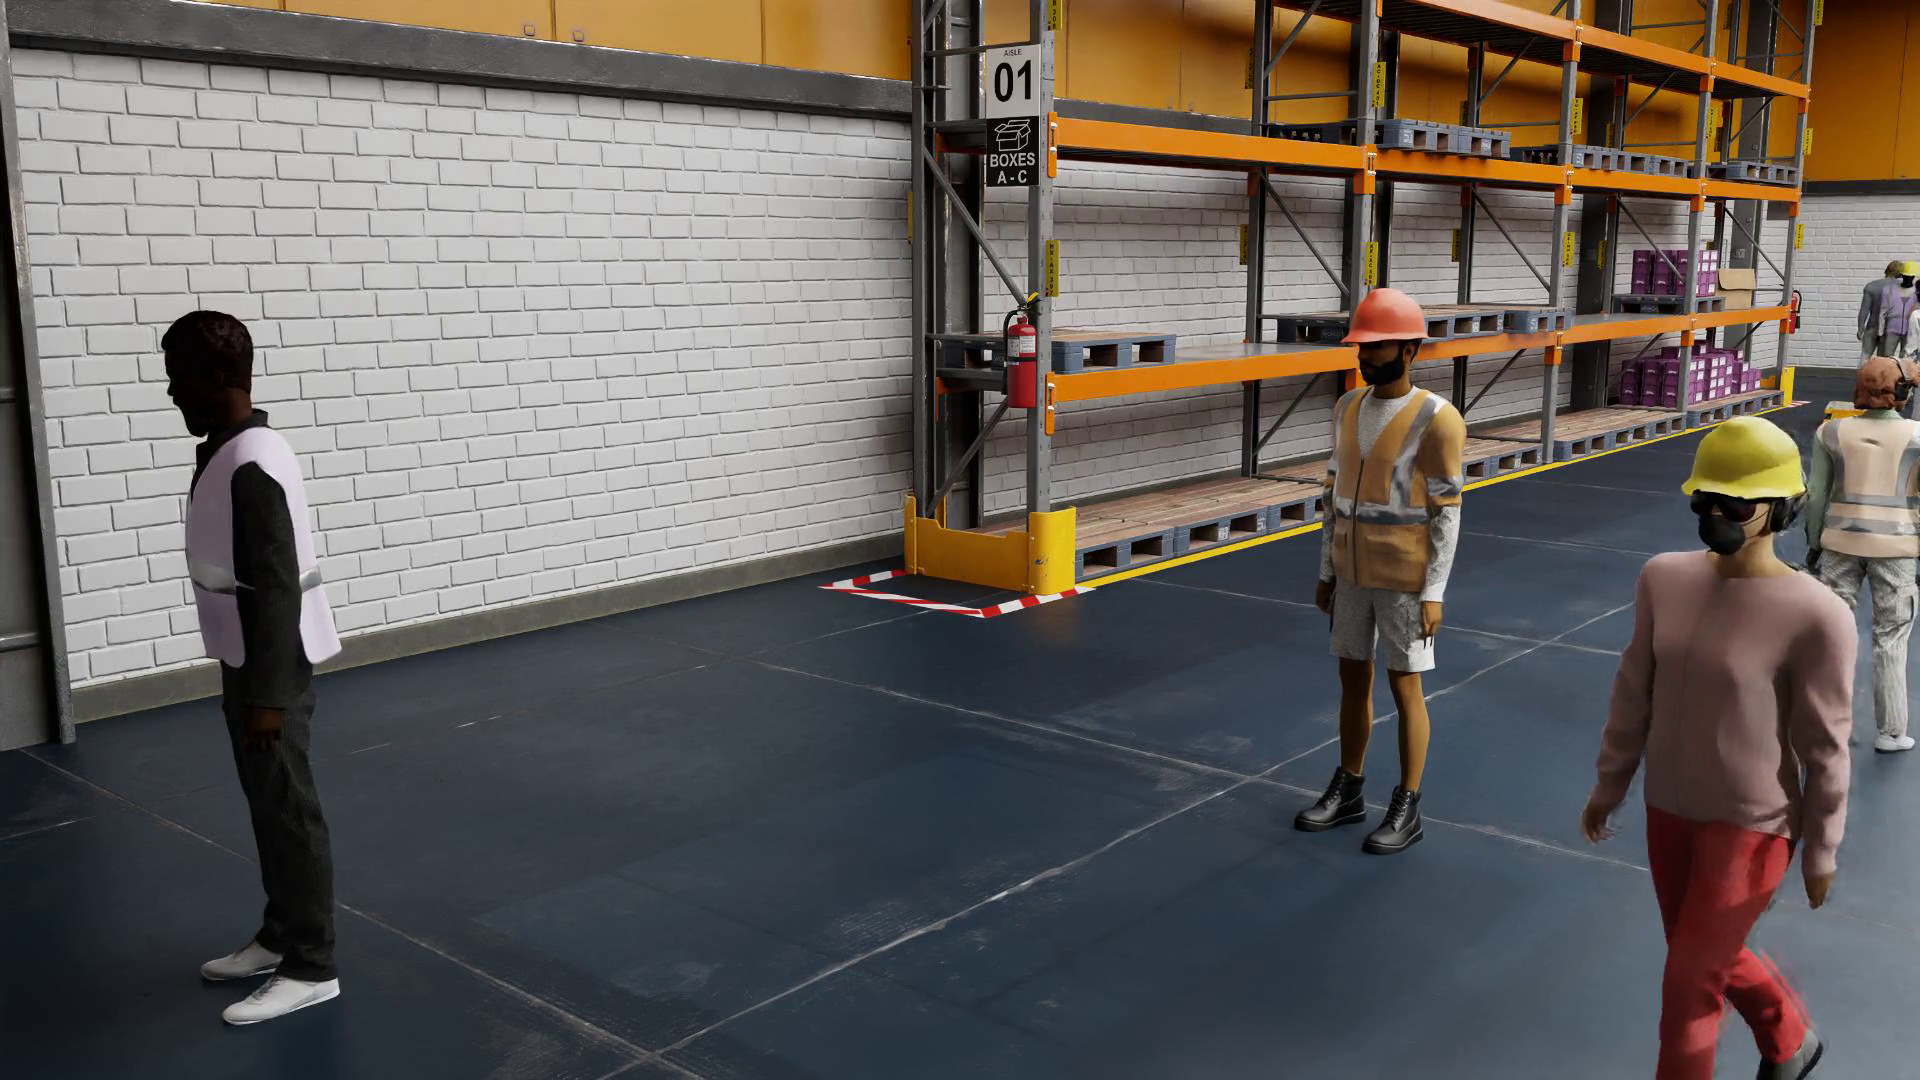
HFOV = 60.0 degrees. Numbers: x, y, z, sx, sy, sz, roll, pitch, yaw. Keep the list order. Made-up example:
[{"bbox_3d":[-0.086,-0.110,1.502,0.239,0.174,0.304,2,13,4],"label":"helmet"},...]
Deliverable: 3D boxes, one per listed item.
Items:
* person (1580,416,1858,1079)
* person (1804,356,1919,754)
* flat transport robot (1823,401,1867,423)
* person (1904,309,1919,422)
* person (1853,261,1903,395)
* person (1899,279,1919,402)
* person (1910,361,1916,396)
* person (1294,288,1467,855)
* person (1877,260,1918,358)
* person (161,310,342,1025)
[{"bbox_3d":[1.713,0.579,3.660,0.838,1.732,0.524,-4,11,-23],"label":"person"},{"bbox_3d":[3.758,0.063,6.876,0.514,1.636,0.315,9,13,41],"label":"person"},{"bbox_3d":[10.539,-1.477,19.523,0.652,0.197,1.431,6,11,29],"label":"flat transport robot"},{"bbox_3d":[8.143,-1.278,13.811,0.574,1.883,0.355,5,11,25],"label":"person"},{"bbox_3d":[12.866,-2.927,23.156,0.657,1.896,0.448,5,11,26],"label":"person"},{"bbox_3d":[12.915,-2.691,22.453,0.488,1.670,0.547,-3,10,-16],"label":"person"},{"bbox_3d":[13.645,-2.928,23.335,0.892,1.851,0.621,-4,11,-21],"label":"person"},{"bbox_3d":[1.446,0.111,5.738,0.368,1.939,0.542,-7,12,-35],"label":"person"},{"bbox_3d":[12.840,-2.844,22.648,0.603,1.902,0.489,6,11,29],"label":"person"},{"bbox_3d":[-1.896,0.340,4.512,0.398,1.913,0.590,-6,11,-29],"label":"person"}]
